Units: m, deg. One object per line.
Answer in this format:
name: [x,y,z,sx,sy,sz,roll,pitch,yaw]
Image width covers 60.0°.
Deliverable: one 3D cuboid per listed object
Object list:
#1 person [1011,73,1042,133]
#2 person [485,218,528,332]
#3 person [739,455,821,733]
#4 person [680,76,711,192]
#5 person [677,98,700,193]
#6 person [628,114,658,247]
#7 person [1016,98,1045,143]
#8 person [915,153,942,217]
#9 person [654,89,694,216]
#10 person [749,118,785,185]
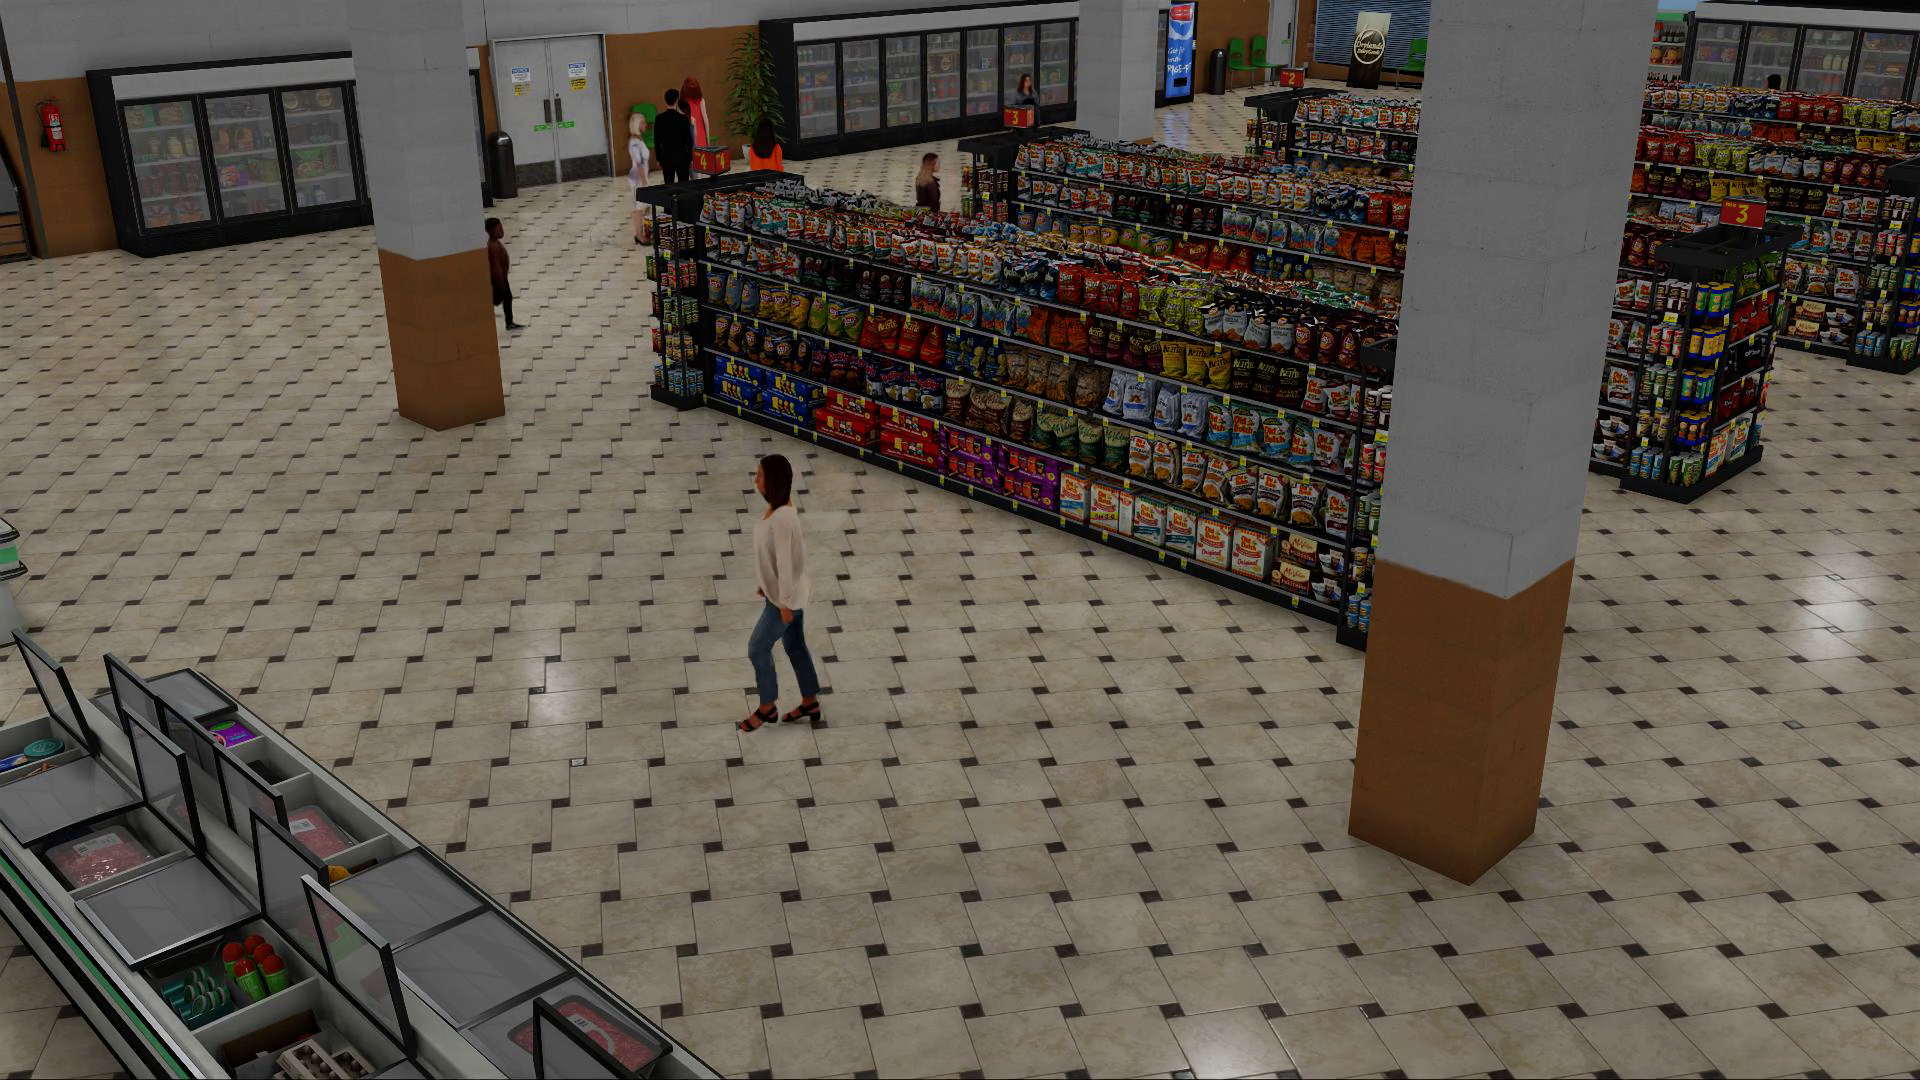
person: [1.011,-6.675,26.868,0.810,1.686,0.894,-7,23,-18]
person: [-5.049,-2.835,17.913,0.855,1.238,0.857,-4,22,-10]
person: [-0.925,0.311,9.509,0.878,1.666,0.817,-2,22,-5]
person: [-4.042,-6.111,25.277,0.653,1.826,0.737,2,22,5]
person: [-4.040,-5.702,24.551,0.522,1.609,0.550,20,29,40]
person: [-4.317,-4.755,22.021,0.755,1.739,0.686,-2,22,-4]
person: [0.897,-5.285,23.369,0.989,1.717,1.130,-9,23,-21]
person: [-0.451,-3.621,19.257,0.777,1.695,0.629,-9,24,-21]
person: [-3.992,-5.339,23.267,0.772,1.892,0.844,1,22,2]
person: [-2.484,-4.573,21.552,0.654,1.750,0.765,6,23,15]
